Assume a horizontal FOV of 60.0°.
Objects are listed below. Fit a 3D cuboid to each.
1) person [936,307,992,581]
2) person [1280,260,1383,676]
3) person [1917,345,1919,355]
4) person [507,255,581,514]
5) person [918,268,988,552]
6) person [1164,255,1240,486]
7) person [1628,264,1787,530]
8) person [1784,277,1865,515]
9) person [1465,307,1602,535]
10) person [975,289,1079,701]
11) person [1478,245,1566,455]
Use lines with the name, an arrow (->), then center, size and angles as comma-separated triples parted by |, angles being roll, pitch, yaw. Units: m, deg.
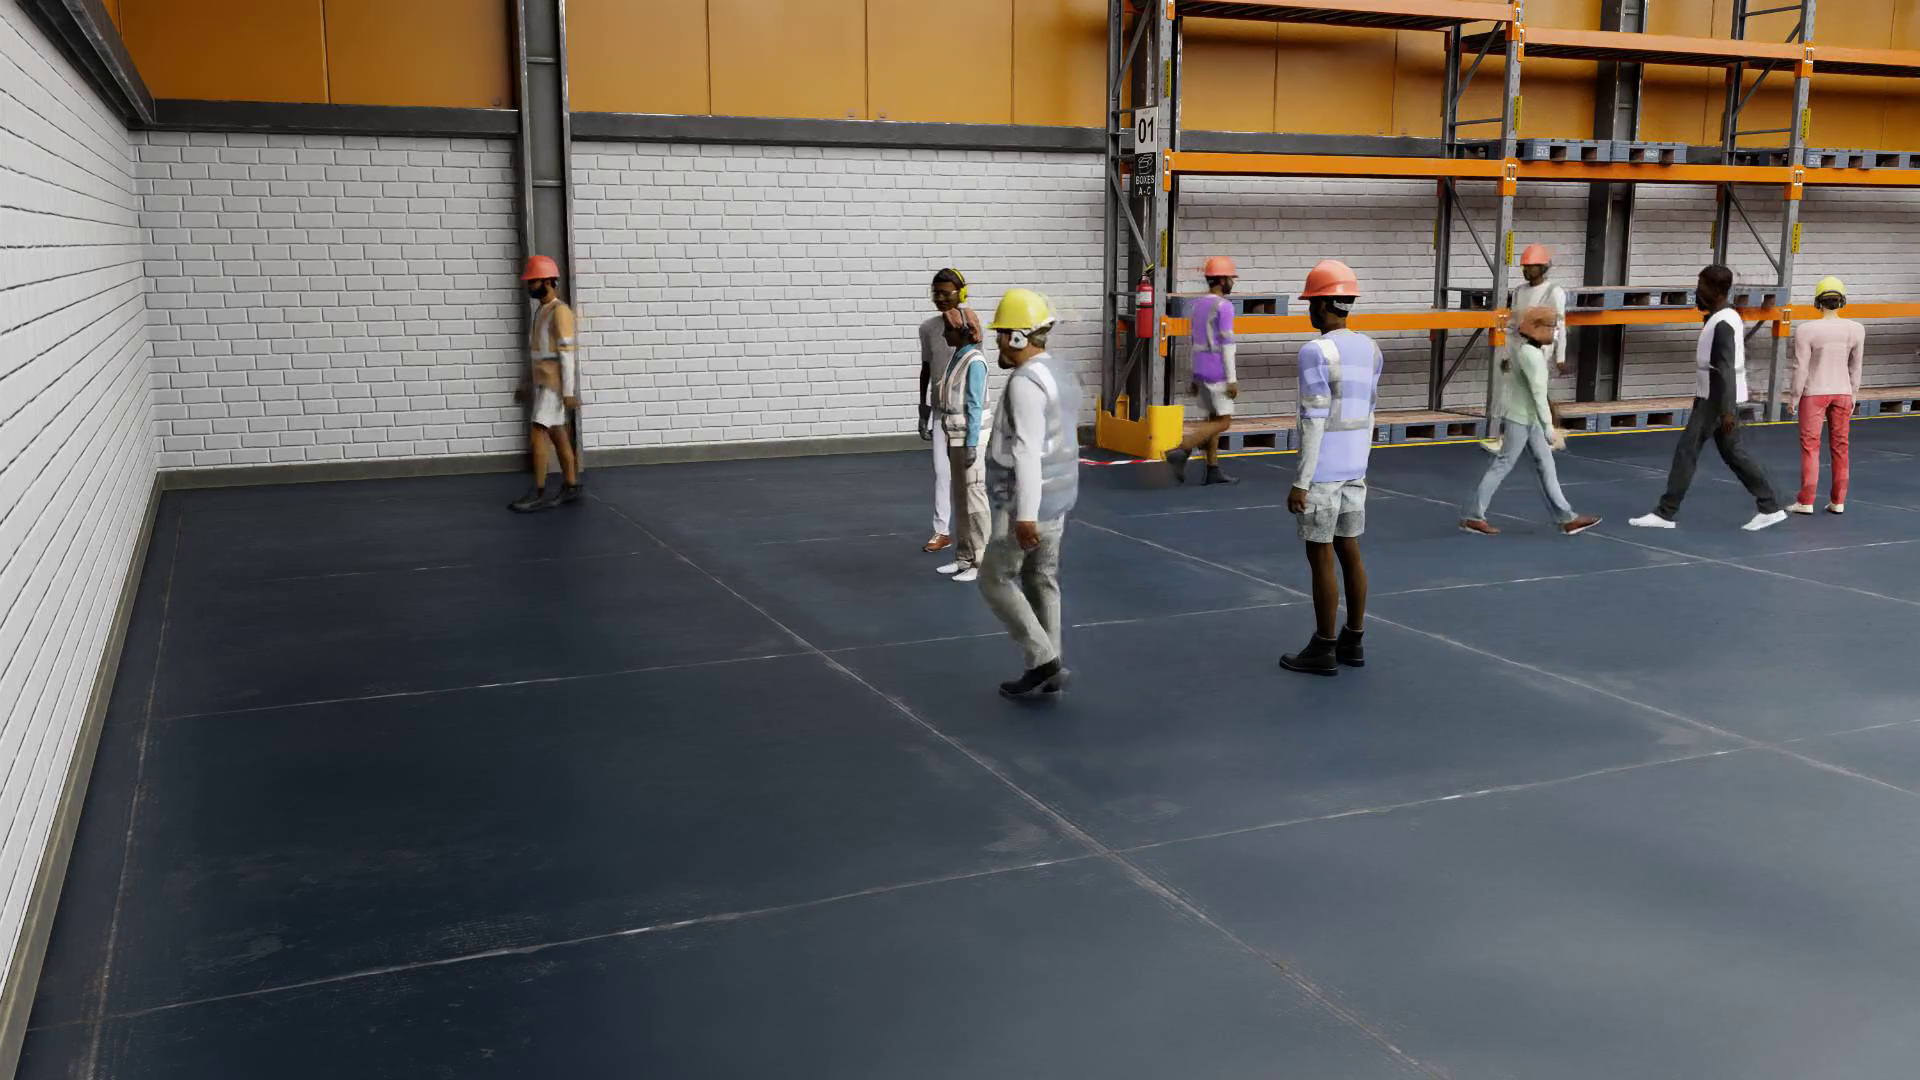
person -> 0.034, -0.573, 9.993 | 0.313, 1.634, 0.512 | -3, 11, -18
person -> 1.718, -0.335, 7.812 | 0.551, 1.935, 0.375 | -9, 14, -42
person -> 10.845, -2.150, 18.253 | 0.783, 1.816, 0.574 | -4, 11, -22
person -> -3.176, -1.161, 12.479 | 0.649, 1.920, 0.560 | -6, 12, -28
person -> -0.043, -0.822, 10.784 | 0.511, 1.857, 0.366 | 4, 11, 23
person -> 2.012, -1.367, 13.624 | 0.645, 1.918, 0.558 | -3, 11, -17
person -> 5.335, -0.988, 11.652 | 1.003, 1.875, 0.605 | 4, 11, 23
person -> 6.398, -1.059, 12.344 | 0.526, 1.761, 0.337 | 0, 10, -3
person -> 3.927, -0.795, 11.367 | 0.916, 1.575, 0.504 | 4, 11, 22
person -> 0.301, -0.176, 7.256 | 0.424, 1.816, 0.625 | 3, 11, 16
person -> 5.409, -1.788, 15.764 | 1.079, 1.987, 0.628 | -4, 11, -22
